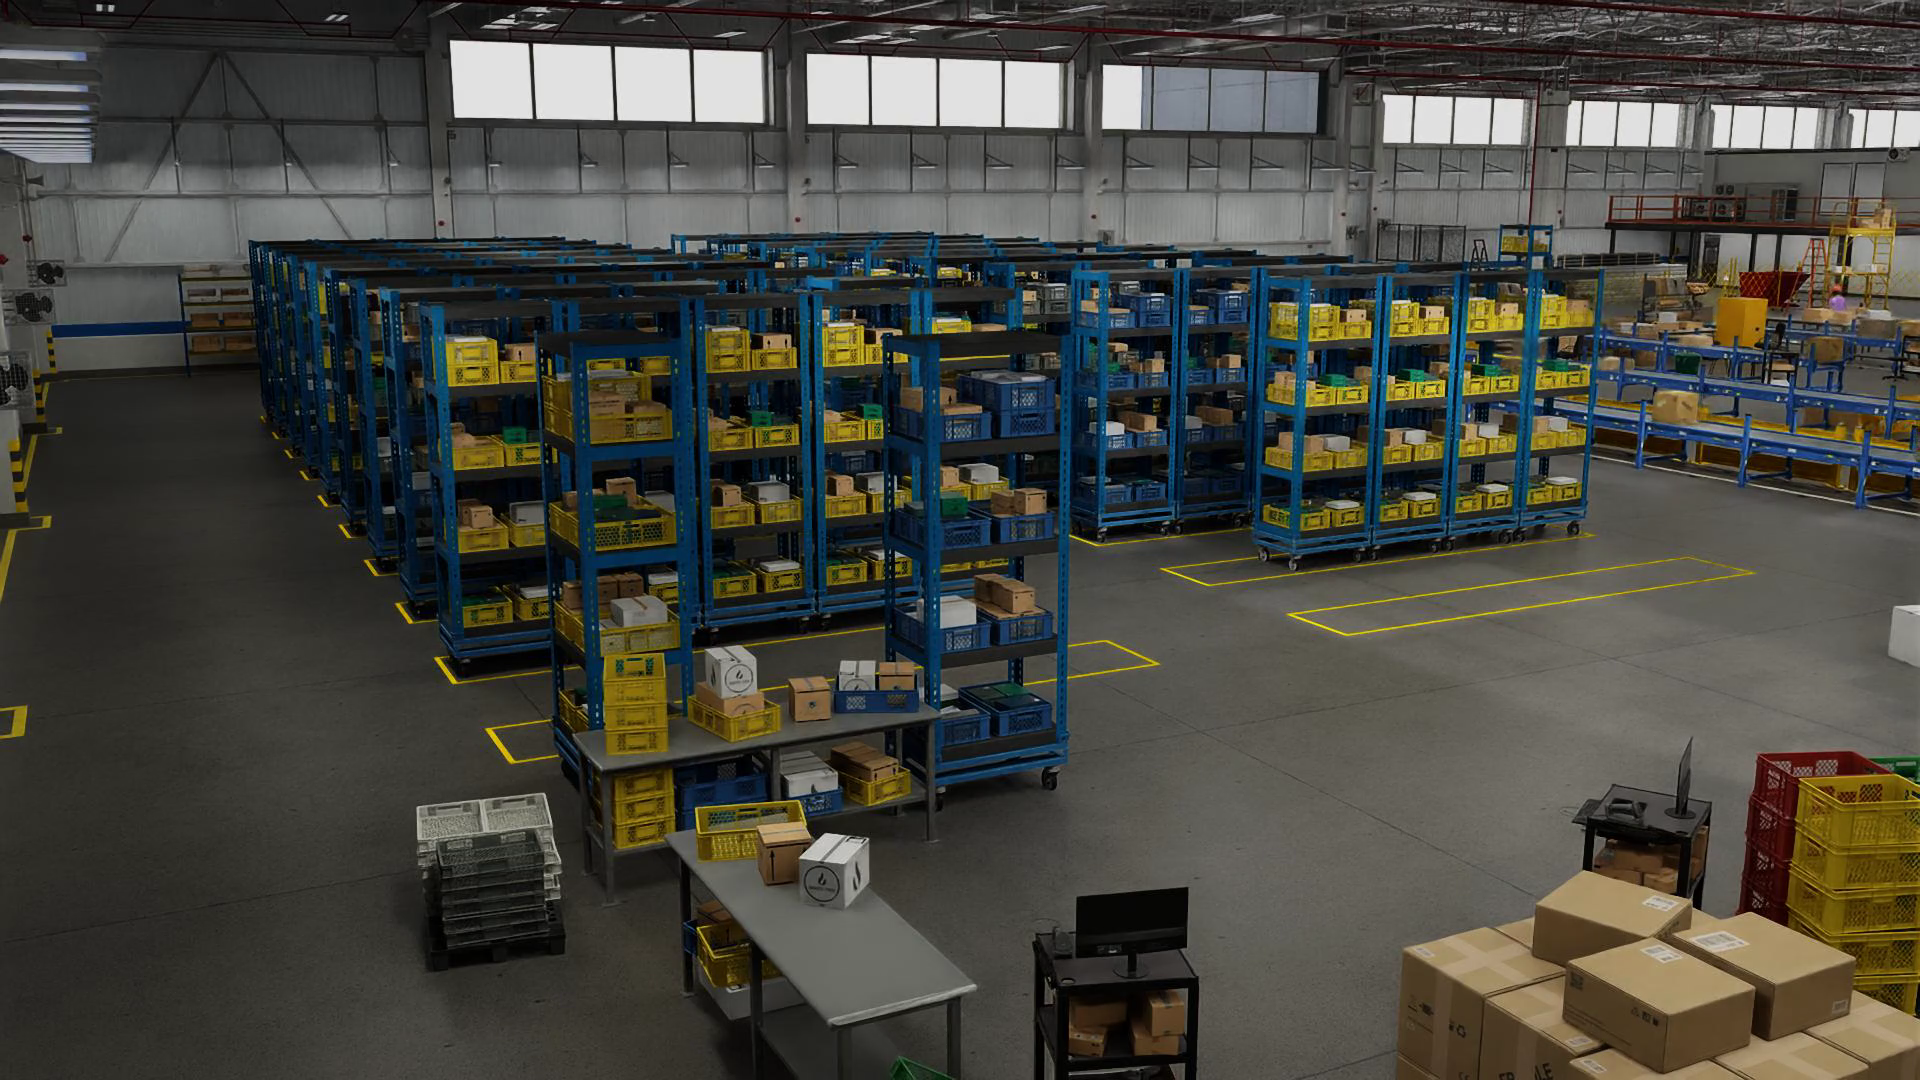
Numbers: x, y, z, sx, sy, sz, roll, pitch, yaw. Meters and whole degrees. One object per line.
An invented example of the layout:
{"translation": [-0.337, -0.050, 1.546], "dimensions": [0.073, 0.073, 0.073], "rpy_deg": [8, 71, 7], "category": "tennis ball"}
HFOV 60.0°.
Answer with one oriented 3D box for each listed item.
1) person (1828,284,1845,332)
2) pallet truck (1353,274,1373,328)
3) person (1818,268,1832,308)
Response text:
{"translation": [24.863, -6.288, 47.184], "dimensions": [0.555, 1.919, 0.736], "rpy_deg": [-4, 13, -20], "category": "person"}
{"translation": [13.011, -8.050, 55.243], "dimensions": [0.823, 1.965, 1.885], "rpy_deg": [-7, 14, -28], "category": "pallet truck"}
{"translation": [31.871, -9.187, 61.199], "dimensions": [0.495, 1.722, 0.476], "rpy_deg": [-7, 14, -28], "category": "person"}
